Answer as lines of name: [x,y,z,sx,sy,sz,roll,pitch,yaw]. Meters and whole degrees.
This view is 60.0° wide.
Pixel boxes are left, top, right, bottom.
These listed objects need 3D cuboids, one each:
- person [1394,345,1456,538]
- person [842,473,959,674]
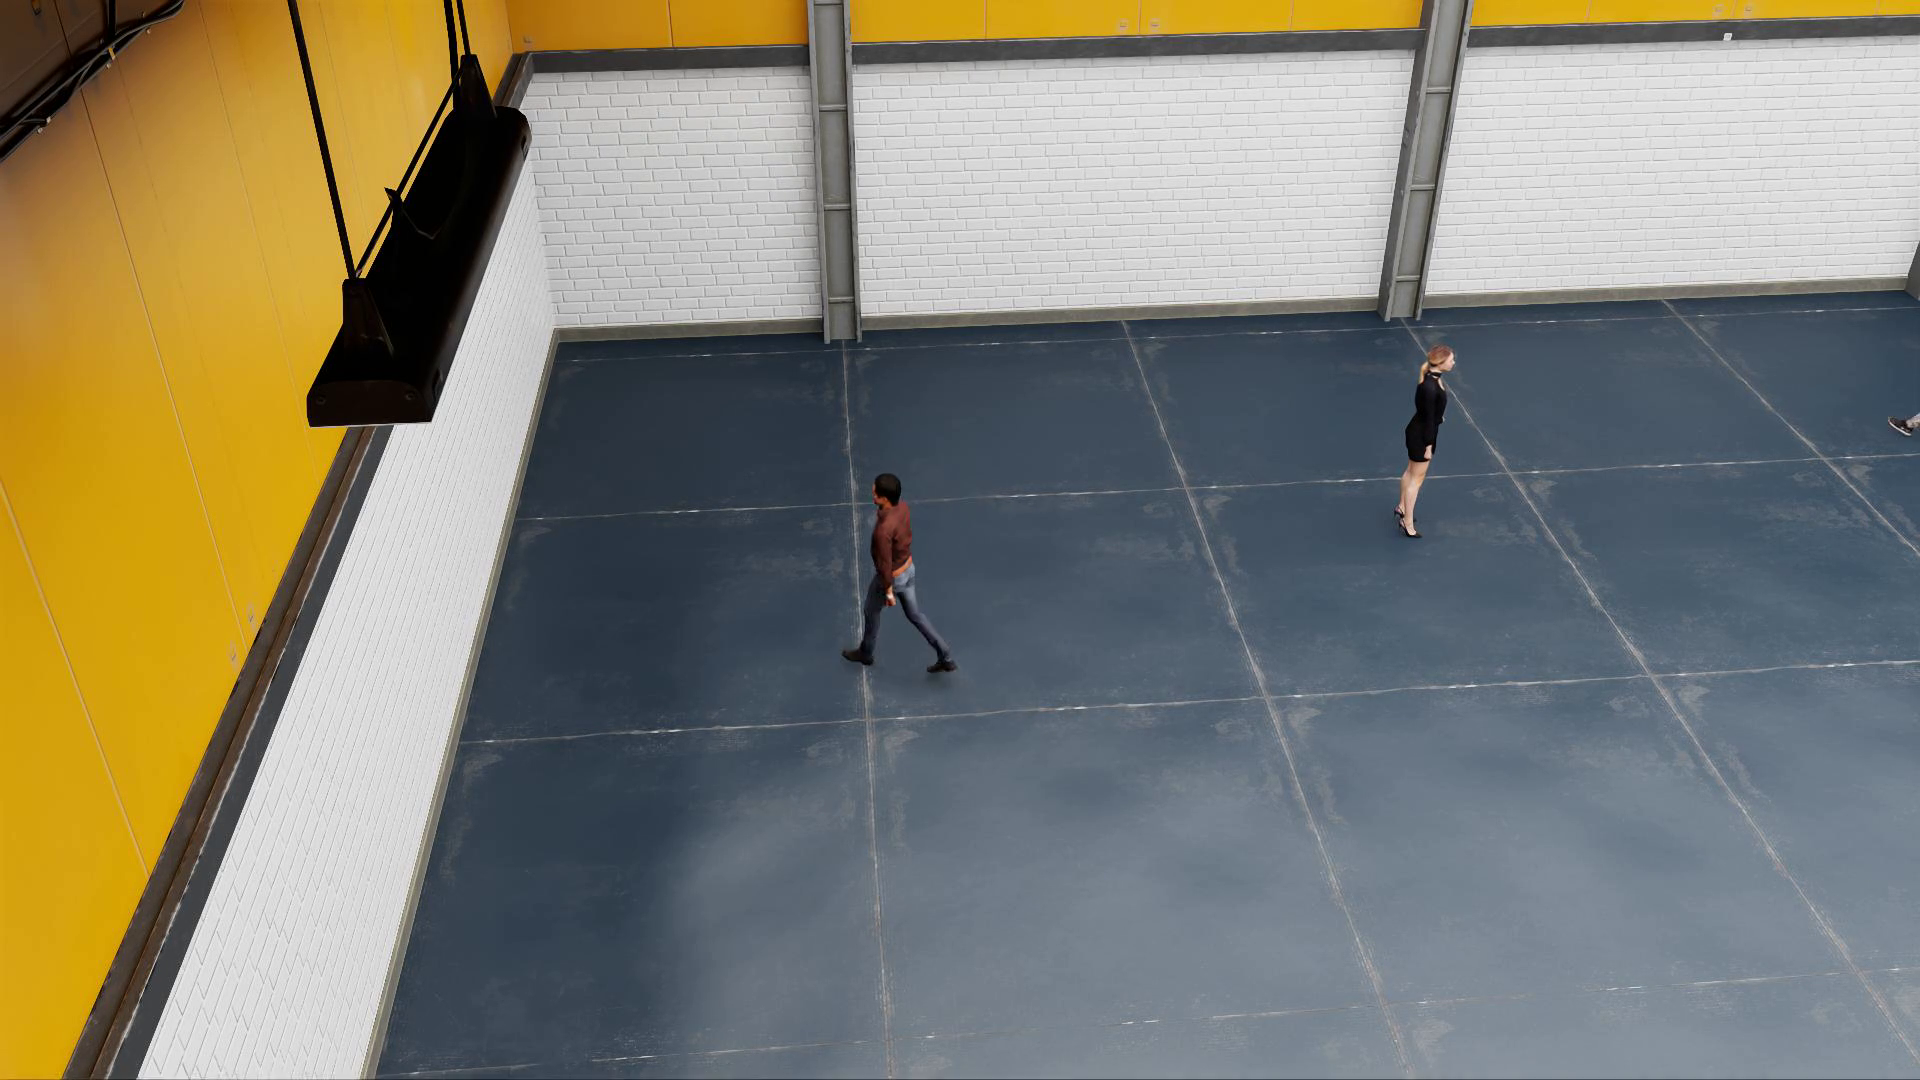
person: [3.891,-0.850,13.981,0.563,1.768,0.603,3,34,4]
person: [-0.390,0.297,12.286,1.253,1.735,1.020,14,36,20]
